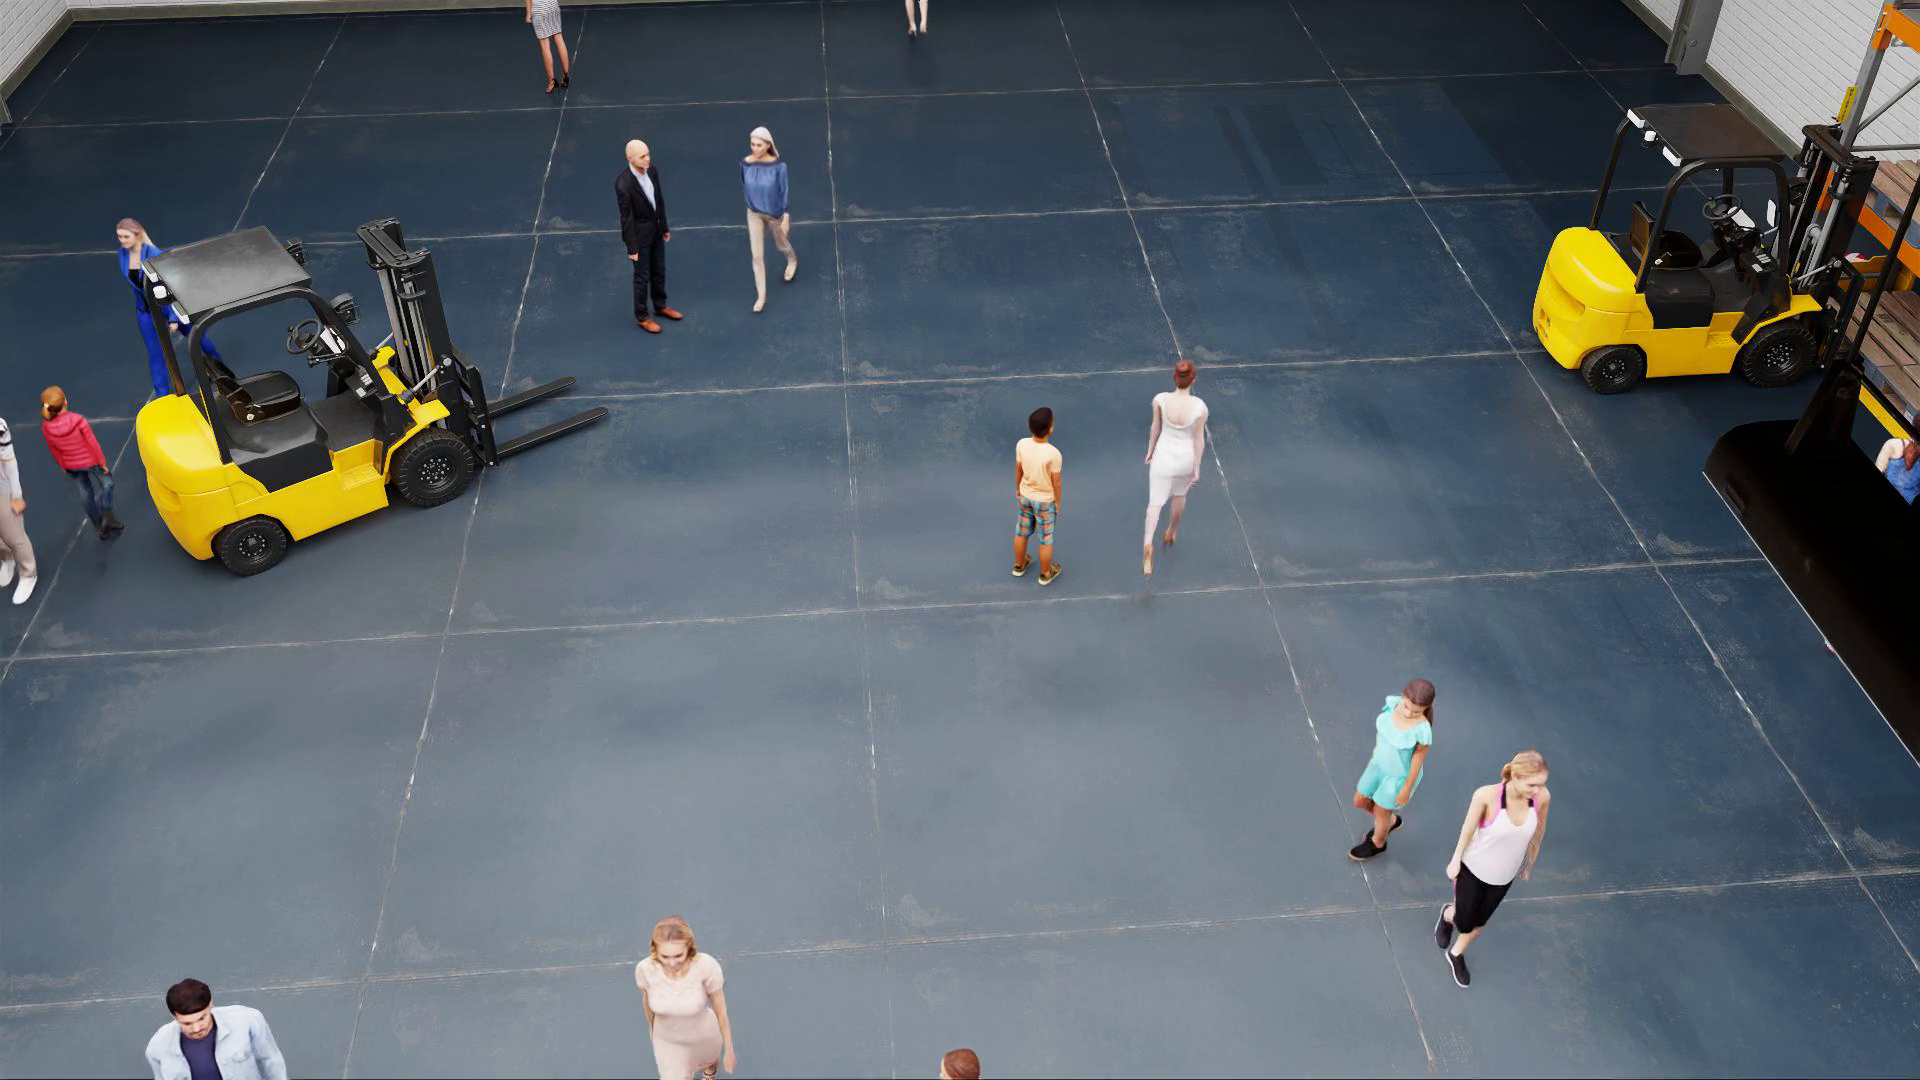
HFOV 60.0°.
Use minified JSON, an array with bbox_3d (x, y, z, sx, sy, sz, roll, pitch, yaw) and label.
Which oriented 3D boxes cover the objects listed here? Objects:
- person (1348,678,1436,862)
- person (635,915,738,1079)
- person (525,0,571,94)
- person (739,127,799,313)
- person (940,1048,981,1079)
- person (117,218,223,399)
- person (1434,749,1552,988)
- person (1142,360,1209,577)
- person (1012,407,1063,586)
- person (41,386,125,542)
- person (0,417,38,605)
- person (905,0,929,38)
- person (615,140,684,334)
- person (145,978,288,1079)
[{"bbox_3d":[2.635,1.350,9.835,0.714,1.539,0.636,-12,40,-15],"label":"person"},{"bbox_3d":[-1.334,2.420,8.308,0.629,1.771,1.101,-2,39,-2],"label":"person"},{"bbox_3d":[-4.667,-5.950,18.749,0.726,1.823,0.677,30,48,32],"label":"person"},{"bbox_3d":[-1.718,-2.980,15.156,0.877,1.665,1.185,9,39,11],"label":"person"},{"bbox_3d":[0.034,2.883,8.193,0.569,1.193,0.449,3,39,4],"label":"person"},{"bbox_3d":[-6.581,-1.944,13.870,0.784,1.651,1.179,4,39,5],"label":"person"},{"bbox_3d":[2.888,1.730,9.172,0.633,1.772,0.670,-2,39,-2],"label":"person"},{"bbox_3d":[1.497,-0.482,11.946,0.845,1.768,1.088,12,40,15],"label":"person"},{"bbox_3d":[0.557,-0.315,11.984,0.592,1.460,0.628,19,42,22],"label":"person"},{"bbox_3d":[-6.545,-0.528,12.371,0.519,1.308,0.514,-3,39,-4],"label":"person"},{"bbox_3d":[-6.858,-0.416,11.805,0.759,1.840,0.677,3,39,4],"label":"person"},{"bbox_3d":[-0.546,-6.850,19.989,0.617,1.682,0.606,-10,40,-12],"label":"person"},{"bbox_3d":[-2.786,-2.716,14.719,0.826,1.798,0.732,20,43,23],"label":"person"},{"bbox_3d":[-3.514,2.672,7.967,0.805,1.804,0.800,-14,41,-17],"label":"person"}]
